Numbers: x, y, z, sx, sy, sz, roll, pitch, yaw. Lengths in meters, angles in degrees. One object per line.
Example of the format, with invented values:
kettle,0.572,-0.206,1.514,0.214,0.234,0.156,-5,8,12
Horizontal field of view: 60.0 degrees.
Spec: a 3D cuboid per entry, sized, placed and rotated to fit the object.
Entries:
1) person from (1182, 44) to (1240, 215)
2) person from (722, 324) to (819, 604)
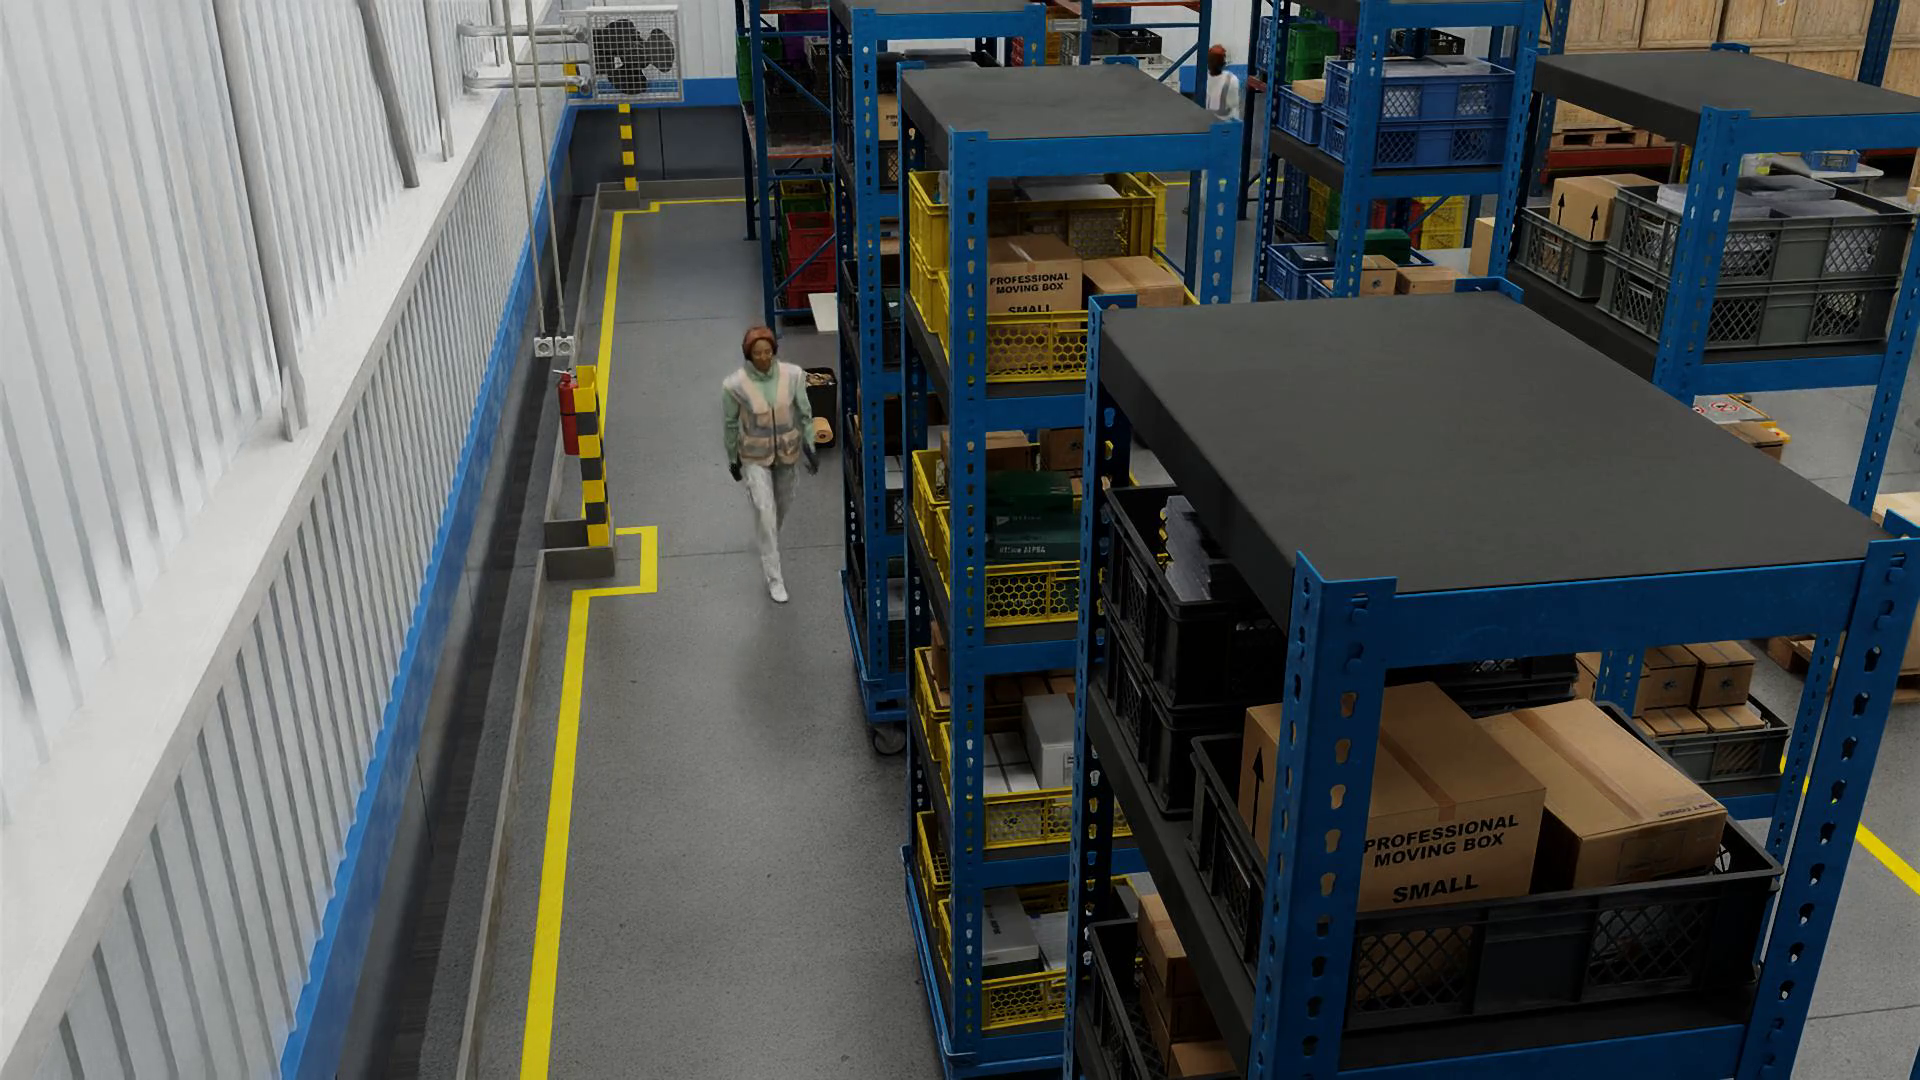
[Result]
person,2.799,-4.489,18.179,0.627,1.830,1.000,19,31,35
person,-1.133,-0.516,9.802,0.519,1.611,0.771,-11,27,-22
